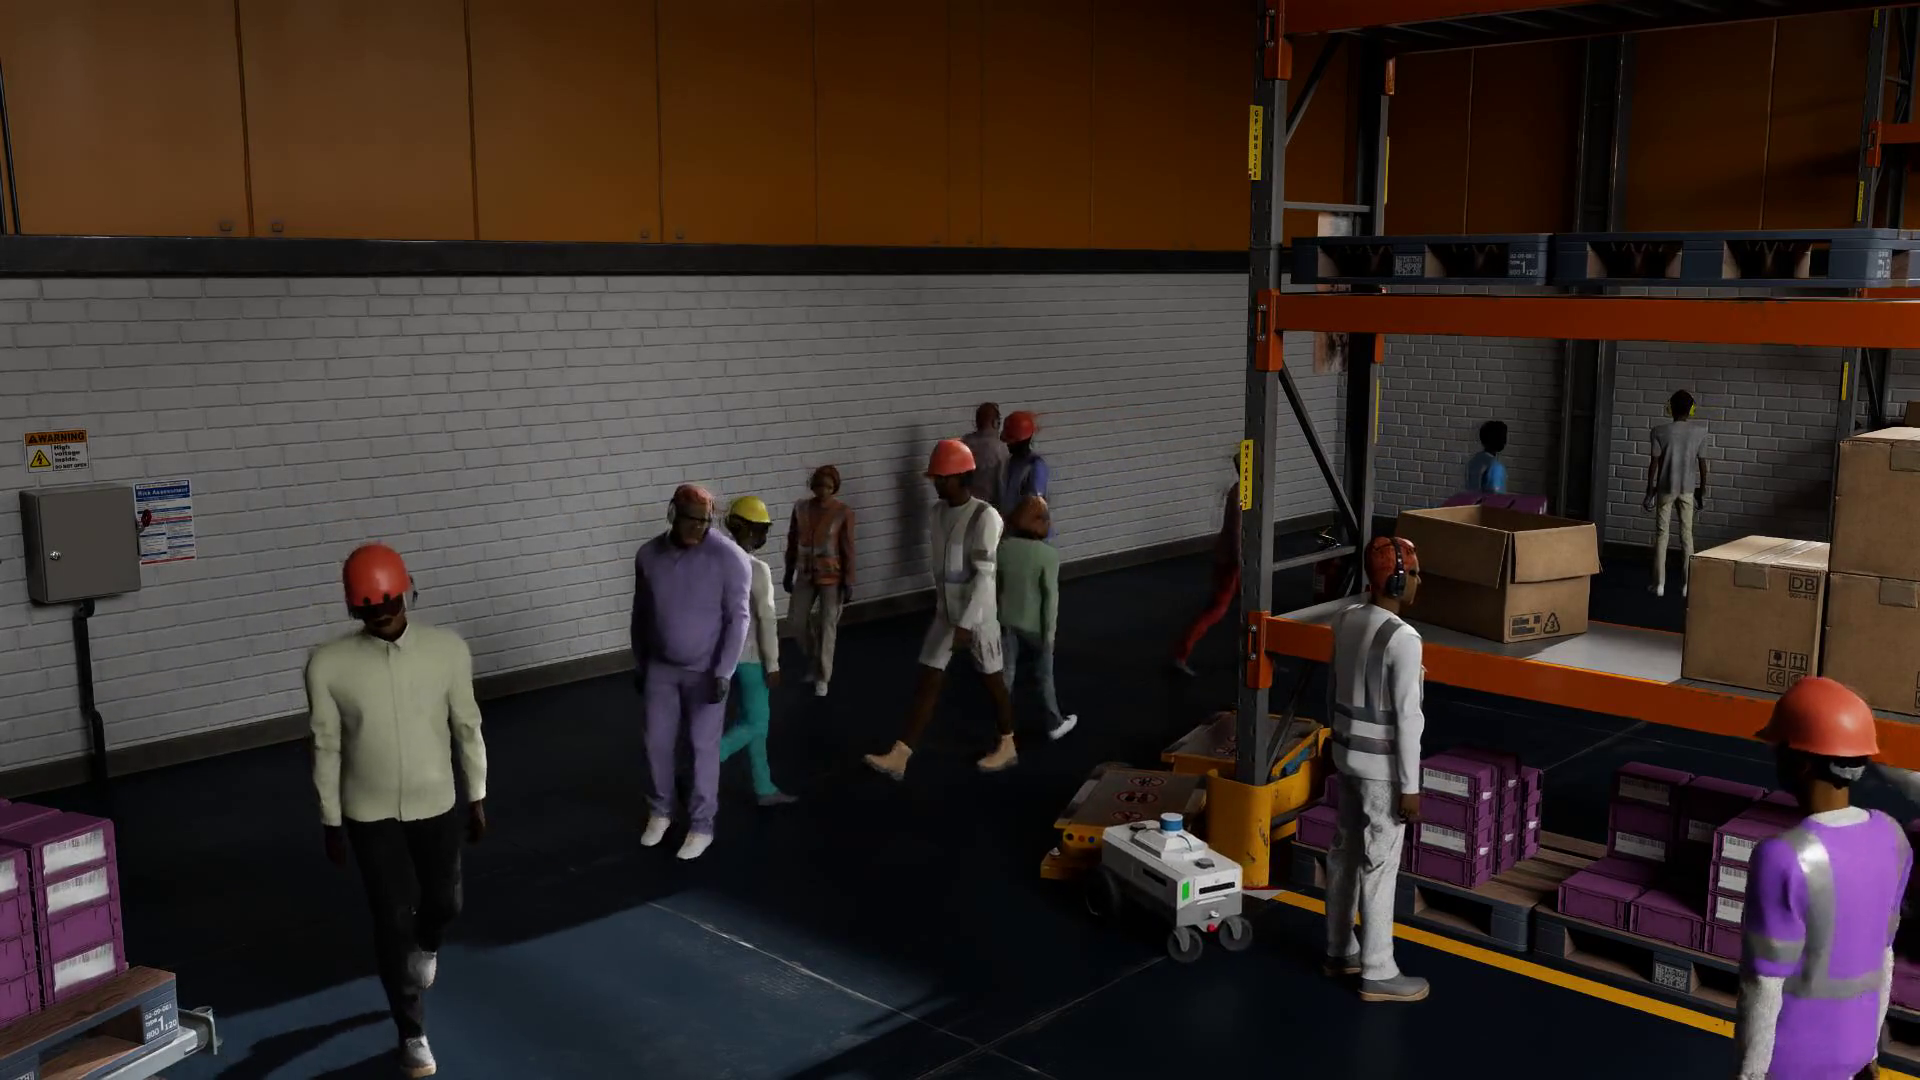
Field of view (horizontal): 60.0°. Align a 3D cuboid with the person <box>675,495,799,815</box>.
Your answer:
[{"bbox_3d":[-1.217,0.637,8.921,0.680,1.738,0.542,-6,11,-31],"label":"person"}]

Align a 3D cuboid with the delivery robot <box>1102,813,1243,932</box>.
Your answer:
[{"bbox_3d":[0.927,1.445,7.311,0.477,0.478,0.707,-5,10,-26],"label":"delivery robot"}]

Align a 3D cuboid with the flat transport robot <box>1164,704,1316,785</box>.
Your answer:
[{"bbox_3d":[1.686,1.236,9.745,0.652,0.197,1.431,5,10,28],"label":"flat transport robot"}]

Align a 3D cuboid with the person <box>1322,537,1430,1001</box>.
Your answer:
[{"bbox_3d":[1.693,0.919,6.765,0.356,1.881,0.575,-3,10,-17],"label":"person"}]

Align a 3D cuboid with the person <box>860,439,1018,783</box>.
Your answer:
[{"bbox_3d":[-0.051,0.419,9.507,1.082,1.973,0.619,-8,12,-42],"label":"person"}]

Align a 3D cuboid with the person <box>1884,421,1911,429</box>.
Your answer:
[{"bbox_3d":[6.365,0.141,11.421,0.588,1.920,0.398,6,11,33],"label":"person"}]

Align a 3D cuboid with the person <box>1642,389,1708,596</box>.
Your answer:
[{"bbox_3d":[6.456,-0.421,15.018,0.535,1.868,0.309,2,10,13],"label":"person"}]

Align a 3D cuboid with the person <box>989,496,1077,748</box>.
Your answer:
[{"bbox_3d":[0.425,0.519,10.114,0.510,1.588,0.821,5,11,30],"label":"person"}]

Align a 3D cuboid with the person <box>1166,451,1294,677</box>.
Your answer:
[{"bbox_3d":[1.933,0.152,11.981,0.892,1.717,0.565,2,10,13],"label":"person"}]

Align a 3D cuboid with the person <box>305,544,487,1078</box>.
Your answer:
[{"bbox_3d":[-2.123,0.960,6.277,0.623,1.967,0.720,-5,11,-29],"label":"person"}]

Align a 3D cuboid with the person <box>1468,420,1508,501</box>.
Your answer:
[{"bbox_3d":[4.429,-0.190,14.173,0.542,1.680,0.541,0,9,-2],"label":"person"}]

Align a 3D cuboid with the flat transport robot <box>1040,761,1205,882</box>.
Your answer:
[{"bbox_3d":[0.899,1.436,8.520,0.652,0.197,1.431,3,10,17],"label":"flat transport robot"}]

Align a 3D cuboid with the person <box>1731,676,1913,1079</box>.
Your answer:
[{"bbox_3d":[2.233,1.311,4.275,0.548,1.916,0.796,-5,11,-28],"label":"person"}]

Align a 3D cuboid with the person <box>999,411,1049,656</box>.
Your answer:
[{"bbox_3d":[0.388,-0.031,12.551,0.639,1.891,0.616,-5,10,-27],"label":"person"}]

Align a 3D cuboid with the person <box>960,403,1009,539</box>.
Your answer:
[{"bbox_3d":[0.212,-0.212,13.806,0.657,1.848,1.023,6,11,34],"label":"person"}]

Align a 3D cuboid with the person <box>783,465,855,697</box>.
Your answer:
[{"bbox_3d":[-0.949,0.276,11.530,0.577,1.612,0.416,5,10,27],"label":"person"}]

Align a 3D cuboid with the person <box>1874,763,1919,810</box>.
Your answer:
[{"bbox_3d":[4.621,0.698,8.223,0.905,1.854,0.571,5,11,30],"label":"person"}]

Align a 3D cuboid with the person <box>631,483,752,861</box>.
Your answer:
[{"bbox_3d":[-1.380,0.656,8.367,0.682,1.886,0.493,2,10,14],"label":"person"}]
